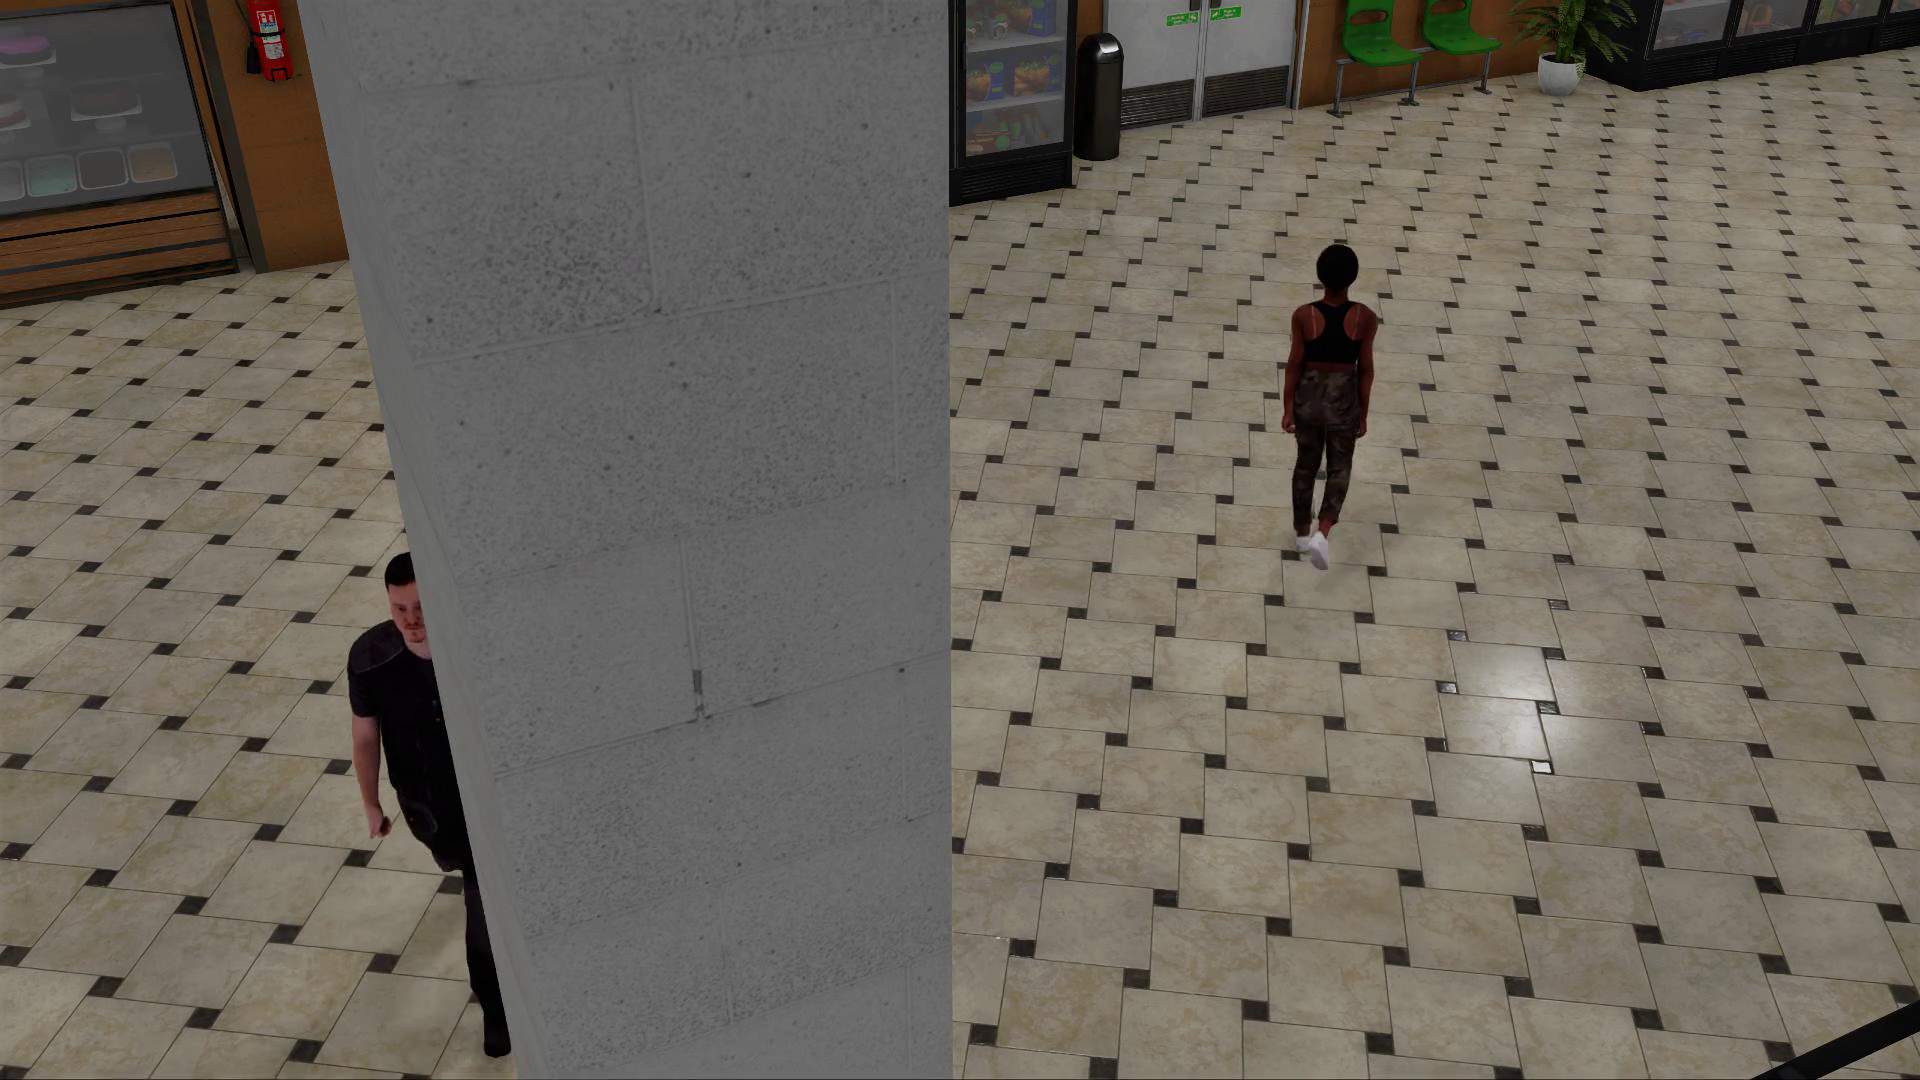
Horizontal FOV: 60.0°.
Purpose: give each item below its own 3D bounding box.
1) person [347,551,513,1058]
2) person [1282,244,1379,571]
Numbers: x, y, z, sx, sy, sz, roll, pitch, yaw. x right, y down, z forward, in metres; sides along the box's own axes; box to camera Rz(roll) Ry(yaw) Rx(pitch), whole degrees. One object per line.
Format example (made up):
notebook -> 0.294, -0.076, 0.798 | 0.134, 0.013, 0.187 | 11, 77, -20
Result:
person -> -1.727, 0.796, 5.723 | 0.934, 1.809, 1.281 | -4, 32, -7
person -> 1.776, -0.597, 8.080 | 0.891, 1.683, 0.983 | 8, 33, 12
